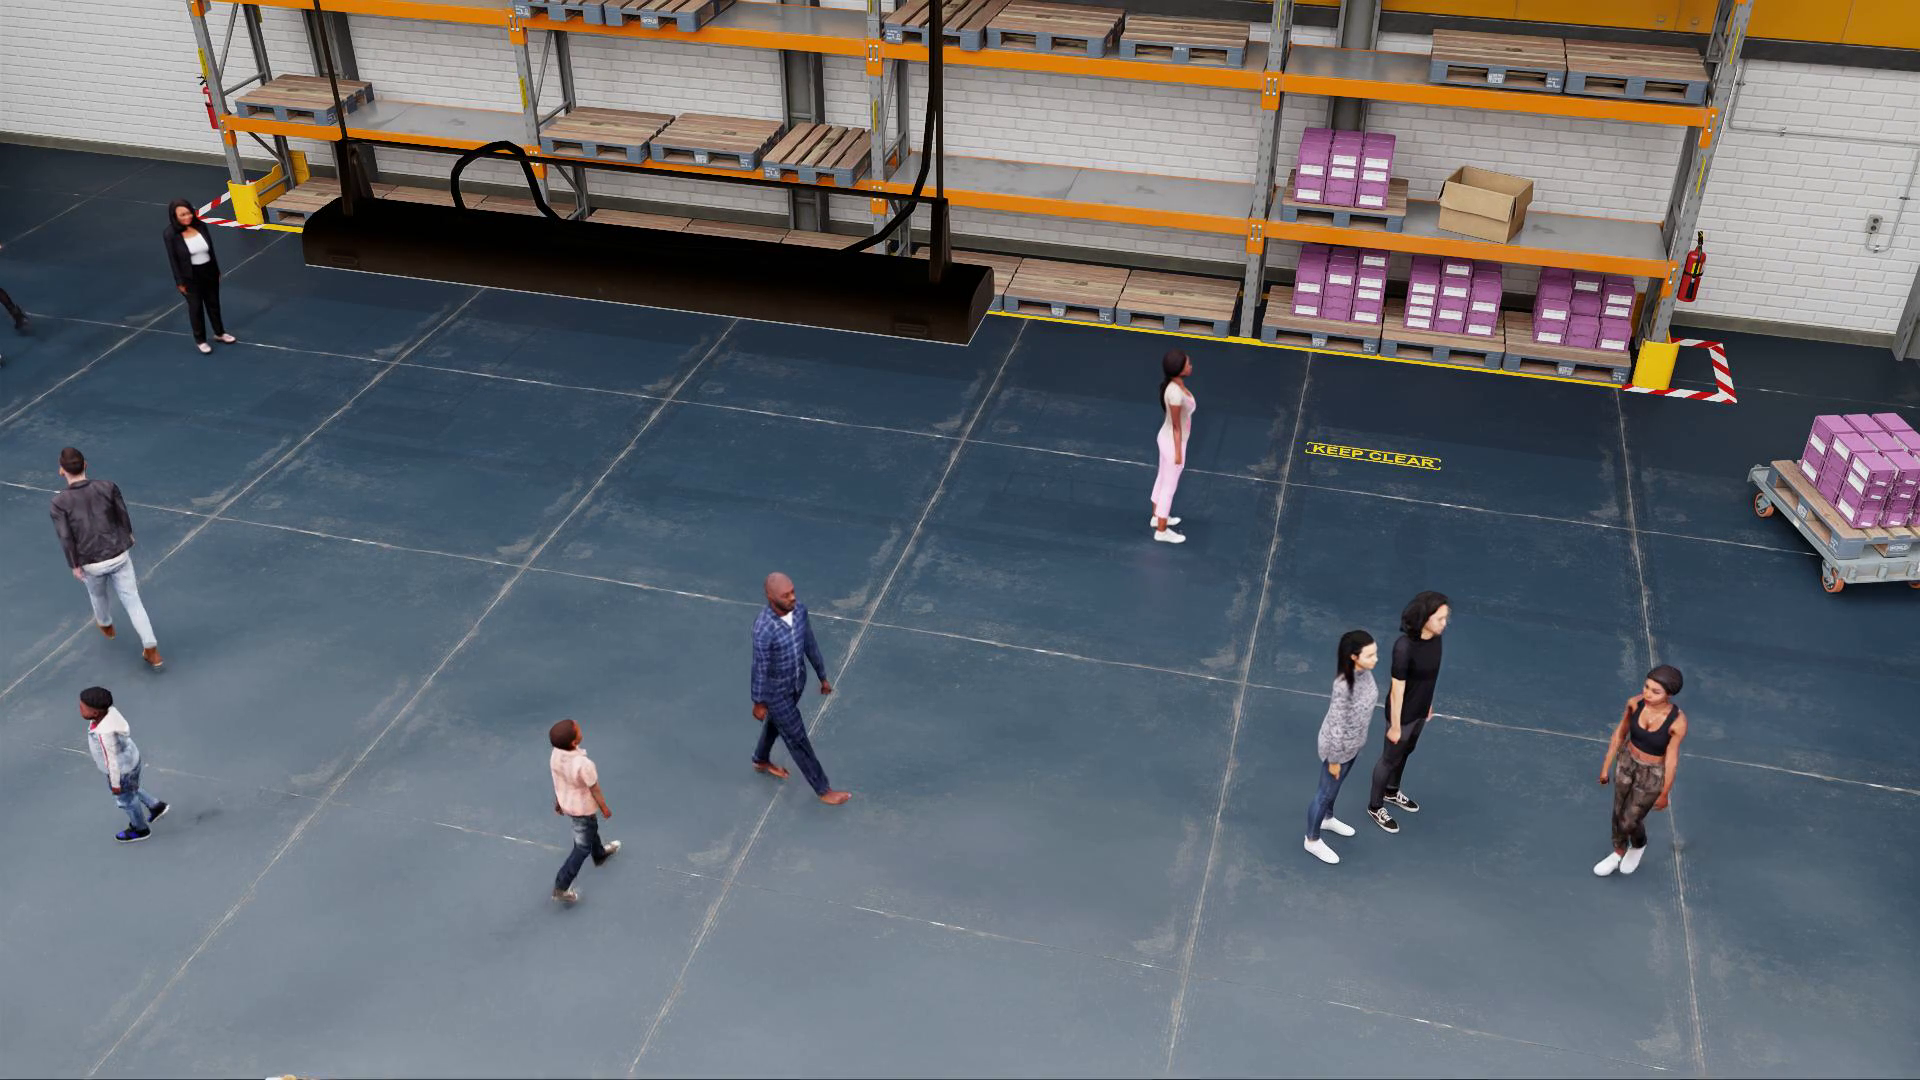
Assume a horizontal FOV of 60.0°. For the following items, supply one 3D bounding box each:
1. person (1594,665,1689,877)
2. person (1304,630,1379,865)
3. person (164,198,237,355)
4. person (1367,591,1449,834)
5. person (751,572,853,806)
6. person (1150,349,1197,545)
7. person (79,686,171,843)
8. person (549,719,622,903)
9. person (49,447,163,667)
[{"bbox_3d":[4.365,1.458,10.523,0.814,1.688,0.753,-20,38,-27],"label":"person"},{"bbox_3d":[2.466,1.291,10.733,0.622,1.732,0.670,19,38,26],"label":"person"},{"bbox_3d":[-7.728,-2.699,16.841,0.722,1.616,0.732,19,38,26],"label":"person"},{"bbox_3d":[2.948,1.086,10.949,0.697,1.835,0.709,27,42,35],"label":"person"},{"bbox_3d":[-1.263,0.953,11.207,1.190,1.772,0.872,17,37,24],"label":"person"},{"bbox_3d":[1.766,-0.801,13.873,0.603,1.741,0.629,-1,34,-2],"label":"person"},{"bbox_3d":[-5.468,1.452,10.922,0.693,1.257,0.624,-10,35,-15],"label":"person"},{"bbox_3d":[-2.450,1.706,10.504,0.890,1.295,0.789,25,41,32],"label":"person"},{"bbox_3d":[-6.316,0.173,12.358,1.068,1.797,1.246,-27,42,-34],"label":"person"}]
